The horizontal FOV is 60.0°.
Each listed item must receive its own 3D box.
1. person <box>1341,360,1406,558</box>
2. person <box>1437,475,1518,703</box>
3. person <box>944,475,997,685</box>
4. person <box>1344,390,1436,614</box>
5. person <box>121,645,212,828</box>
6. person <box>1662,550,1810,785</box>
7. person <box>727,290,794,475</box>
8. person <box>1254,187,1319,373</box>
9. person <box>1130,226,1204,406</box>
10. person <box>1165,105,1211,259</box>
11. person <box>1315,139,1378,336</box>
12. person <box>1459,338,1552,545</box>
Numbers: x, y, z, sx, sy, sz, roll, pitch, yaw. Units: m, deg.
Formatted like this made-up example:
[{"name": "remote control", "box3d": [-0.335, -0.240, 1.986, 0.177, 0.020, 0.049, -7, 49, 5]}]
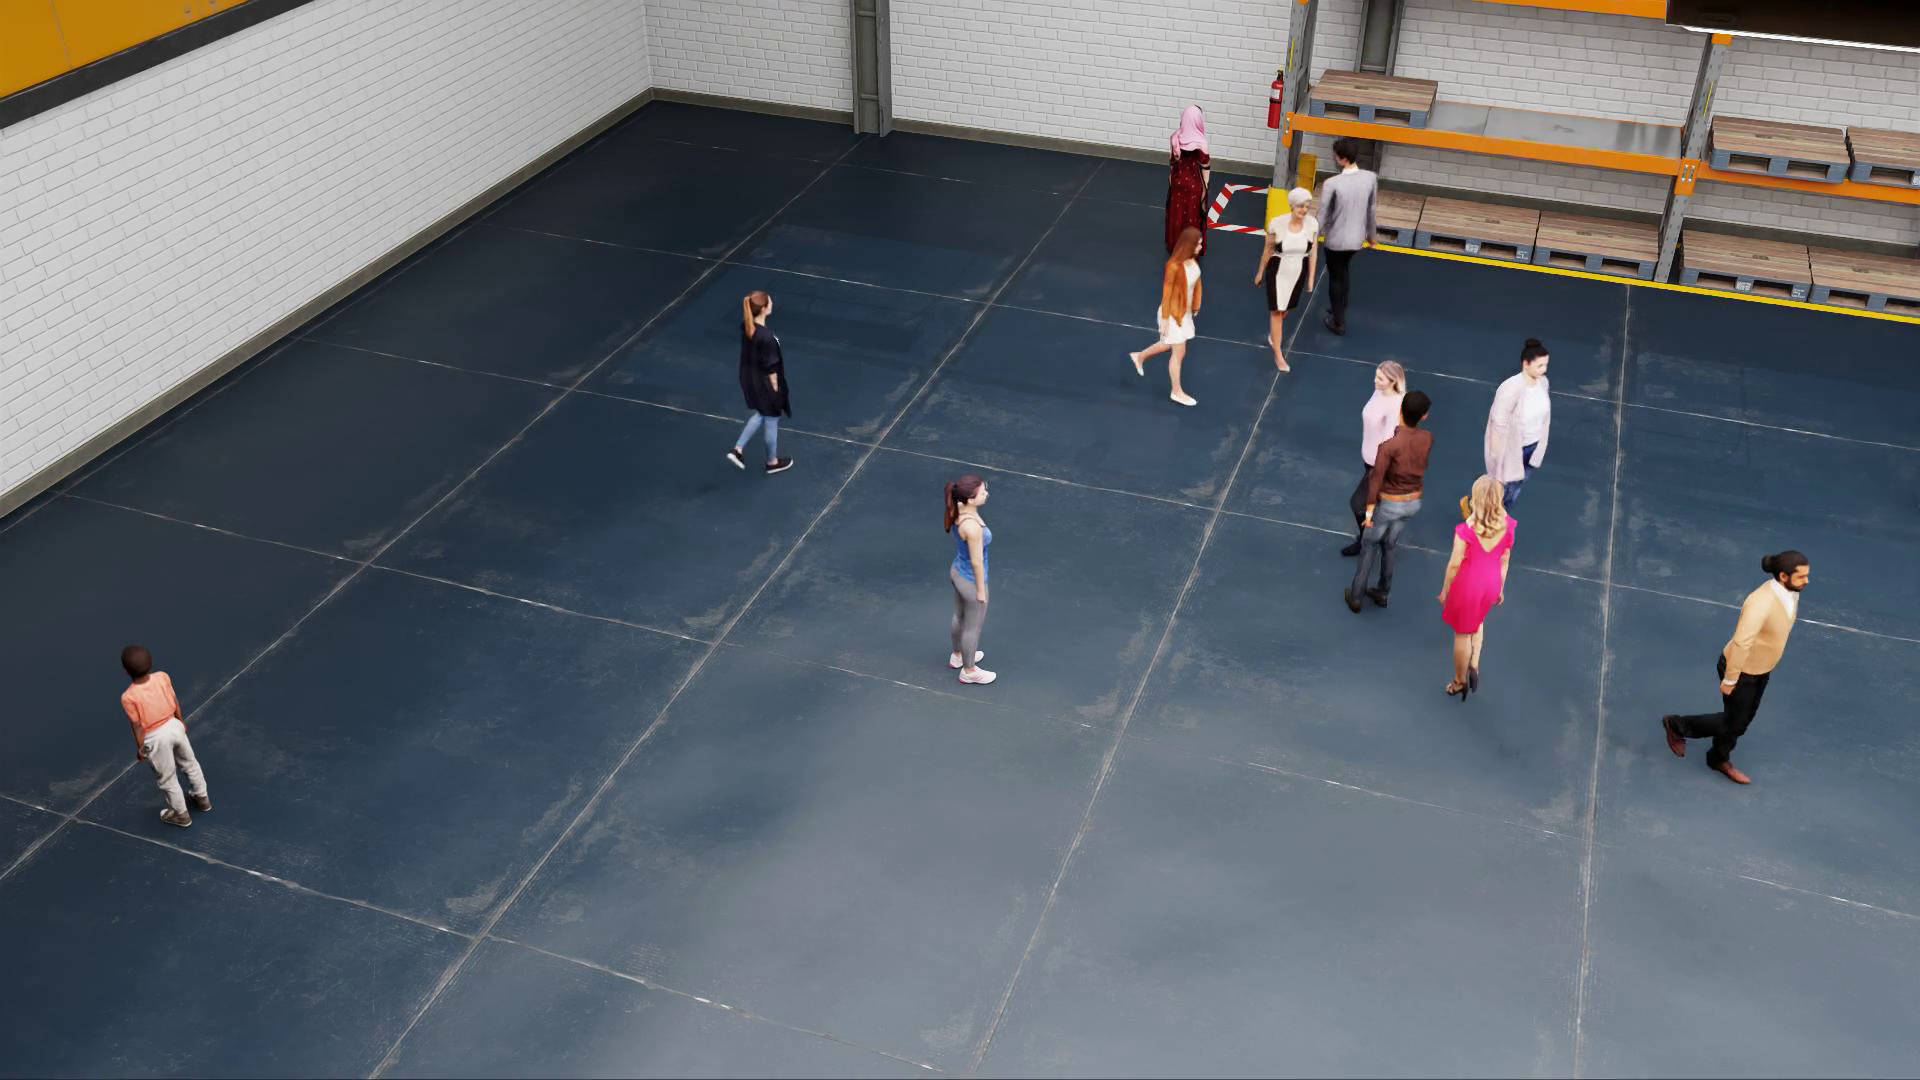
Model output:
[{"name": "person", "box3d": [3.236, -0.587, 12.466, 0.792, 1.663, 0.744, 0, 34, 0]}, {"name": "person", "box3d": [3.440, 0.377, 10.964, 0.720, 1.720, 0.786, -8, 34, -11]}, {"name": "person", "box3d": [0.067, 0.252, 11.253, 0.705, 1.609, 0.661, -10, 35, -15]}, {"name": "person", "box3d": [3.152, -0.222, 11.833, 0.822, 1.756, 0.887, -17, 37, -24]}, {"name": "person", "box3d": [-4.858, 1.181, 10.126, 0.526, 1.310, 0.521, 19, 38, 27]}, {"name": "person", "box3d": [4.841, 0.763, 10.363, 0.965, 1.743, 0.866, 29, 43, 36]}, {"name": "person", "box3d": [-1.667, -1.231, 13.424, 0.933, 1.675, 0.897, -21, 39, -28]}, {"name": "person", "box3d": [2.961, -2.444, 15.224, 1.145, 1.703, 1.018, 1, 34, 1]}, {"name": "person", "box3d": [1.826, -2.000, 14.568, 1.025, 1.690, 0.801, 17, 37, 24]}, {"name": "person", "box3d": [2.359, -3.694, 17.164, 0.661, 1.637, 0.799, 25, 41, 32]}, {"name": "person", "box3d": [3.631, -2.784, 15.565, 0.914, 1.891, 0.994, -9, 35, -14]}, {"name": "person", "box3d": [4.164, -0.772, 12.686, 0.901, 1.729, 0.969, -20, 38, -27]}]
